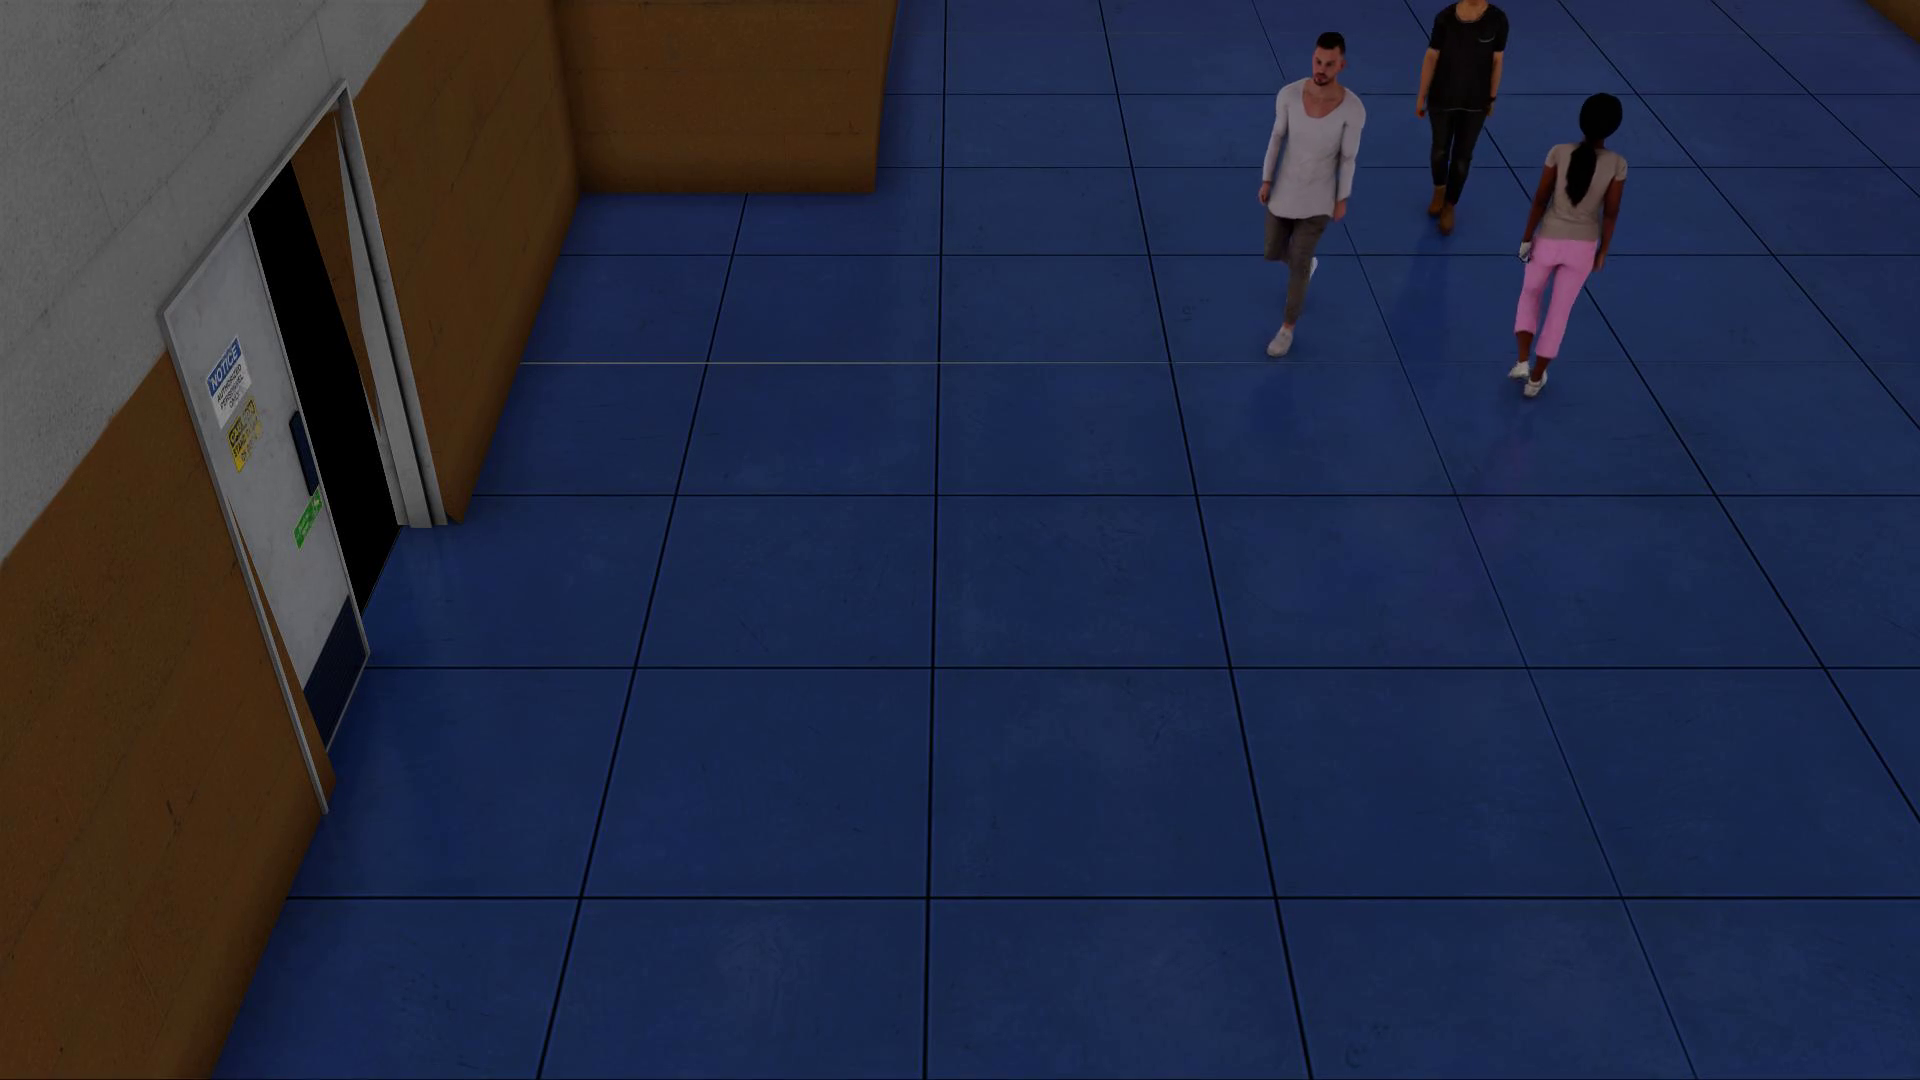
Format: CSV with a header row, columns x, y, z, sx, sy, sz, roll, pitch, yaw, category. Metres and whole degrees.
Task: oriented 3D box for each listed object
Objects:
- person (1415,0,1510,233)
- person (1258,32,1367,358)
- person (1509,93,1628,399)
x,y,z,sx,sy,sz,roll,pitch,yaw,category
3.203,-2.882,10.638,0.836,1.696,0.849,14,39,18,person
1.946,-1.976,9.325,1.081,1.823,1.074,22,42,26,person
3.162,-1.488,8.756,0.711,1.725,0.779,16,40,20,person
